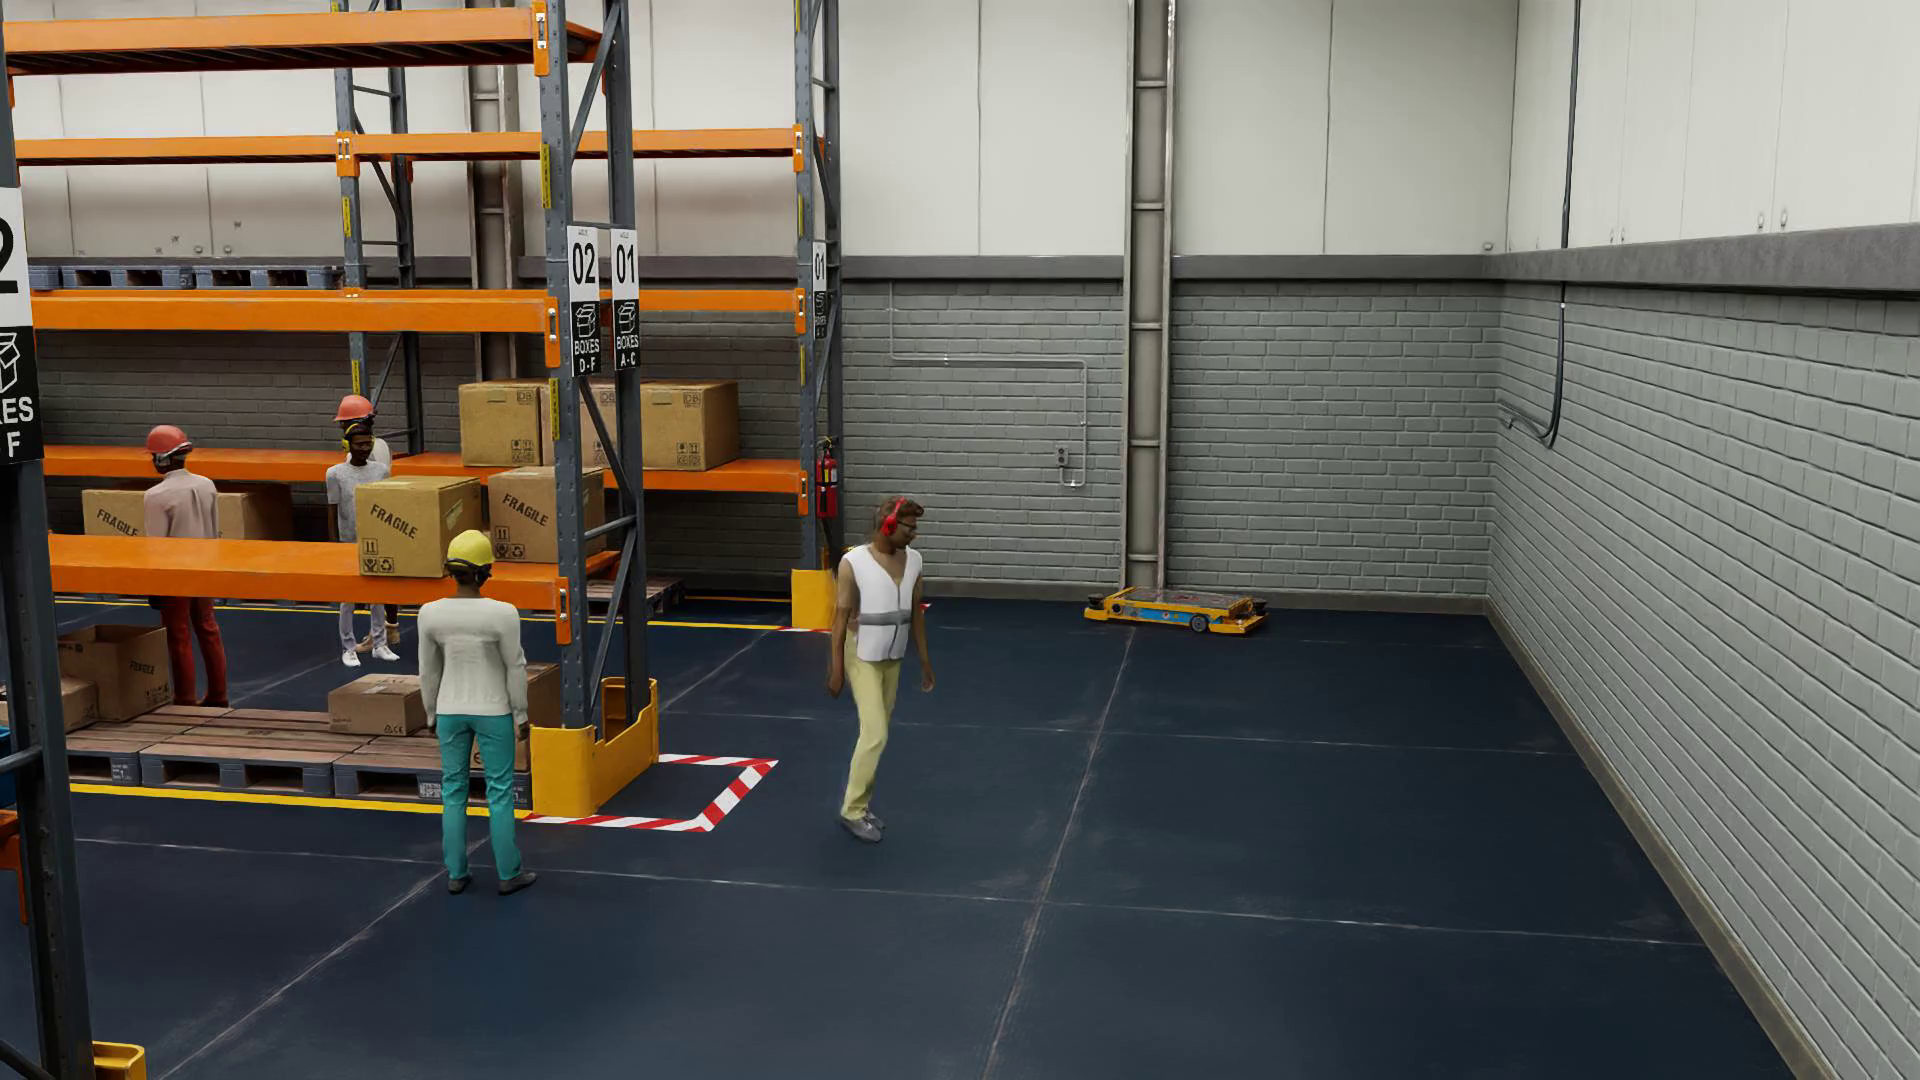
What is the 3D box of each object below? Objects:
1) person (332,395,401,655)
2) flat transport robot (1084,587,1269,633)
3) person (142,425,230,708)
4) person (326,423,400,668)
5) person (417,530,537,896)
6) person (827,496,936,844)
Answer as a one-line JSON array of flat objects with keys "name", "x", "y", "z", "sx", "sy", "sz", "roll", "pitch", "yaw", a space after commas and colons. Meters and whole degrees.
[{"name": "person", "x": -4.667, "y": -0.120, "z": 13.059, "sx": 0.407, "sy": 2.034, "sz": 0.607, "roll": 1, "pitch": 9, "yaw": 5}, {"name": "flat transport robot", "x": 1.843, "y": 0.580, "z": 14.160, "sx": 1.431, "sy": 0.197, "sz": 0.652, "roll": 5, "pitch": 10, "yaw": 28}, {"name": "person", "x": -5.170, "y": 0.228, "z": 11.046, "sx": 0.399, "sy": 1.985, "sz": 0.615, "roll": 3, "pitch": 10, "yaw": 16}, {"name": "person", "x": -4.542, "y": 0.034, "z": 12.644, "sx": 0.510, "sy": 1.861, "sz": 0.328, "roll": -8, "pitch": 12, "yaw": -42}, {"name": "person", "x": -2.318, "y": 0.831, "z": 7.979, "sx": 0.523, "sy": 1.769, "sz": 0.322, "roll": 1, "pitch": 9, "yaw": 7}, {"name": "person", "x": -0.400, "y": 0.671, "z": 8.855, "sx": 0.578, "sy": 1.804, "sz": 0.607, "roll": 7, "pitch": 12, "yaw": 38}]
